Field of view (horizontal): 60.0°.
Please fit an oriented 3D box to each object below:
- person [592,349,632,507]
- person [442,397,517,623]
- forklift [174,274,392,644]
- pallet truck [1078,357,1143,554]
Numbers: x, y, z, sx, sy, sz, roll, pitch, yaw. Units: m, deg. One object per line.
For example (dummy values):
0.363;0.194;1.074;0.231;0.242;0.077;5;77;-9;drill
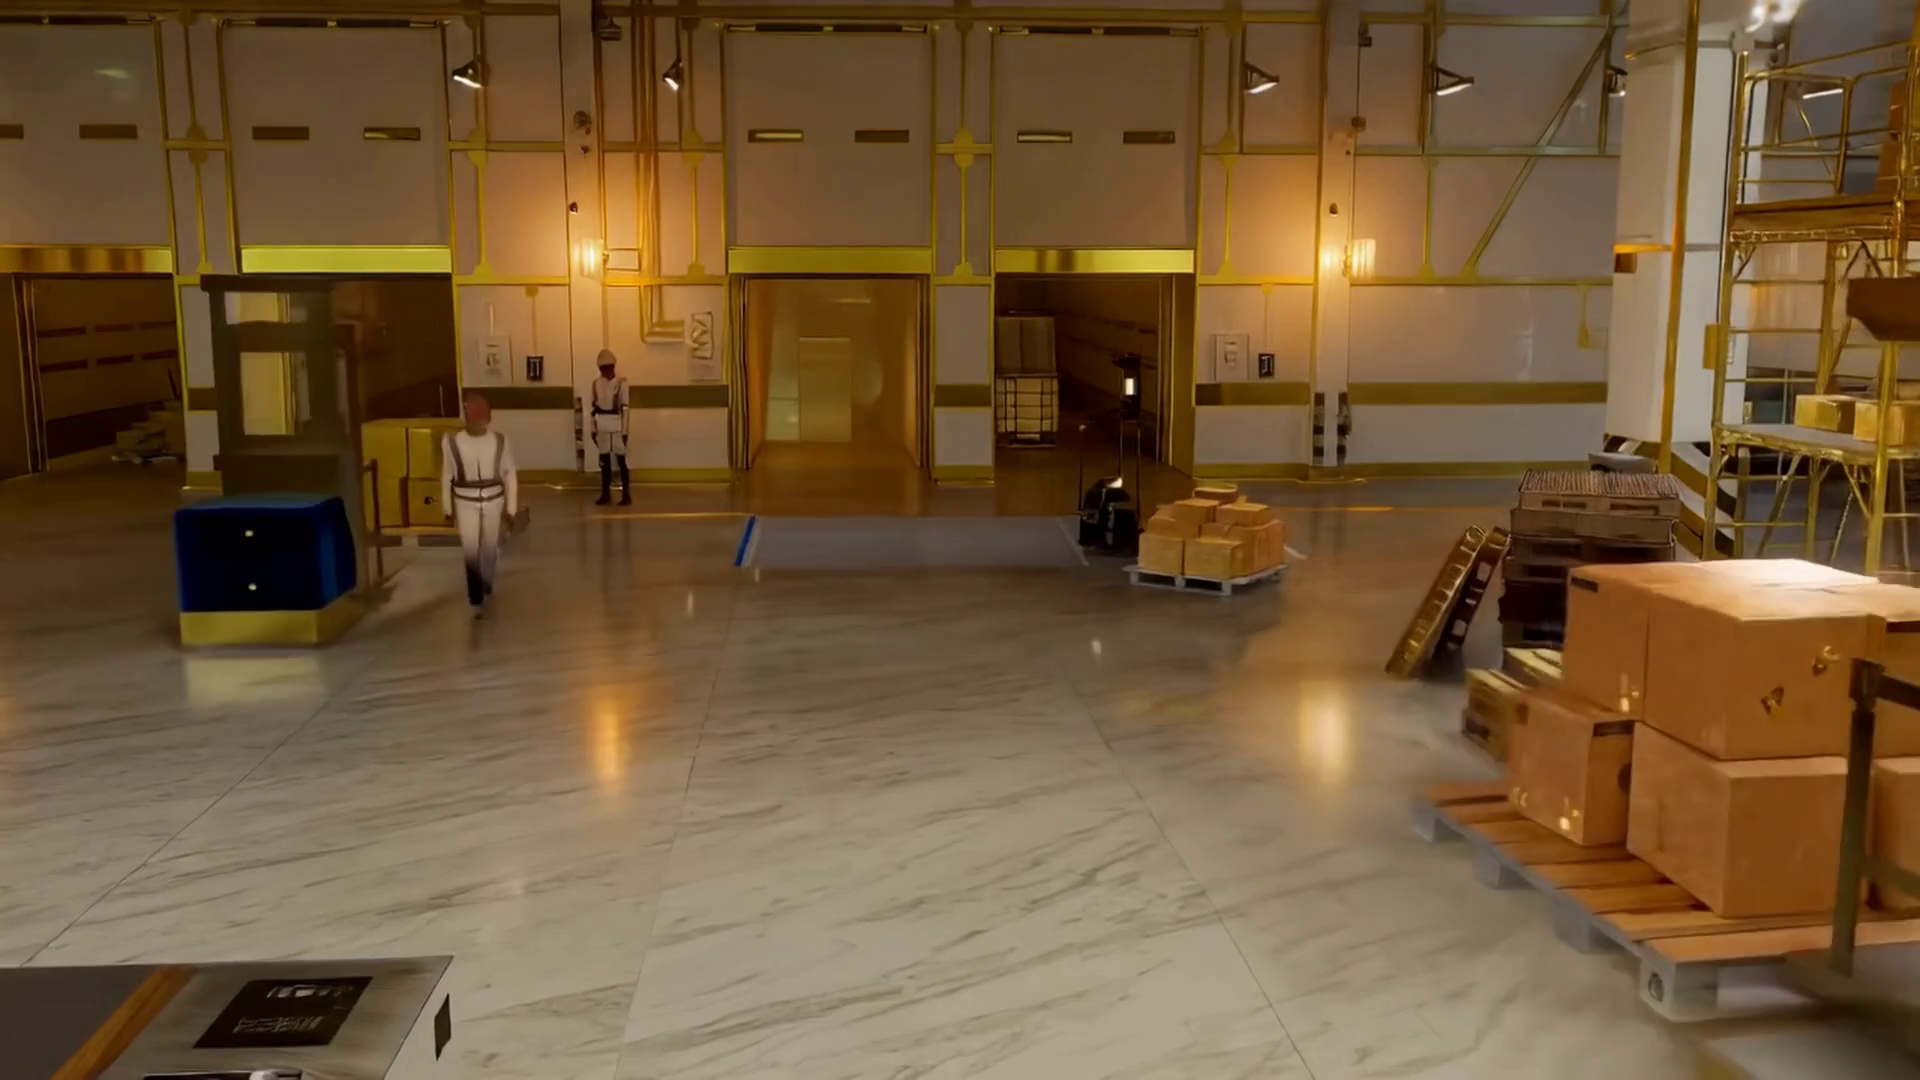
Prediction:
-4.270;-1.360;20.282;0.546;1.927;0.390;5;10;27;person
-3.990;-0.280;13.829;0.577;1.833;0.992;-4;10;-21;person
-5.380;-0.700;13.145;1.129;2.768;1.873;-1;9;-4;forklift
2.088;-0.836;16.757;1.885;1.965;0.823;2;9;13;pallet truck
